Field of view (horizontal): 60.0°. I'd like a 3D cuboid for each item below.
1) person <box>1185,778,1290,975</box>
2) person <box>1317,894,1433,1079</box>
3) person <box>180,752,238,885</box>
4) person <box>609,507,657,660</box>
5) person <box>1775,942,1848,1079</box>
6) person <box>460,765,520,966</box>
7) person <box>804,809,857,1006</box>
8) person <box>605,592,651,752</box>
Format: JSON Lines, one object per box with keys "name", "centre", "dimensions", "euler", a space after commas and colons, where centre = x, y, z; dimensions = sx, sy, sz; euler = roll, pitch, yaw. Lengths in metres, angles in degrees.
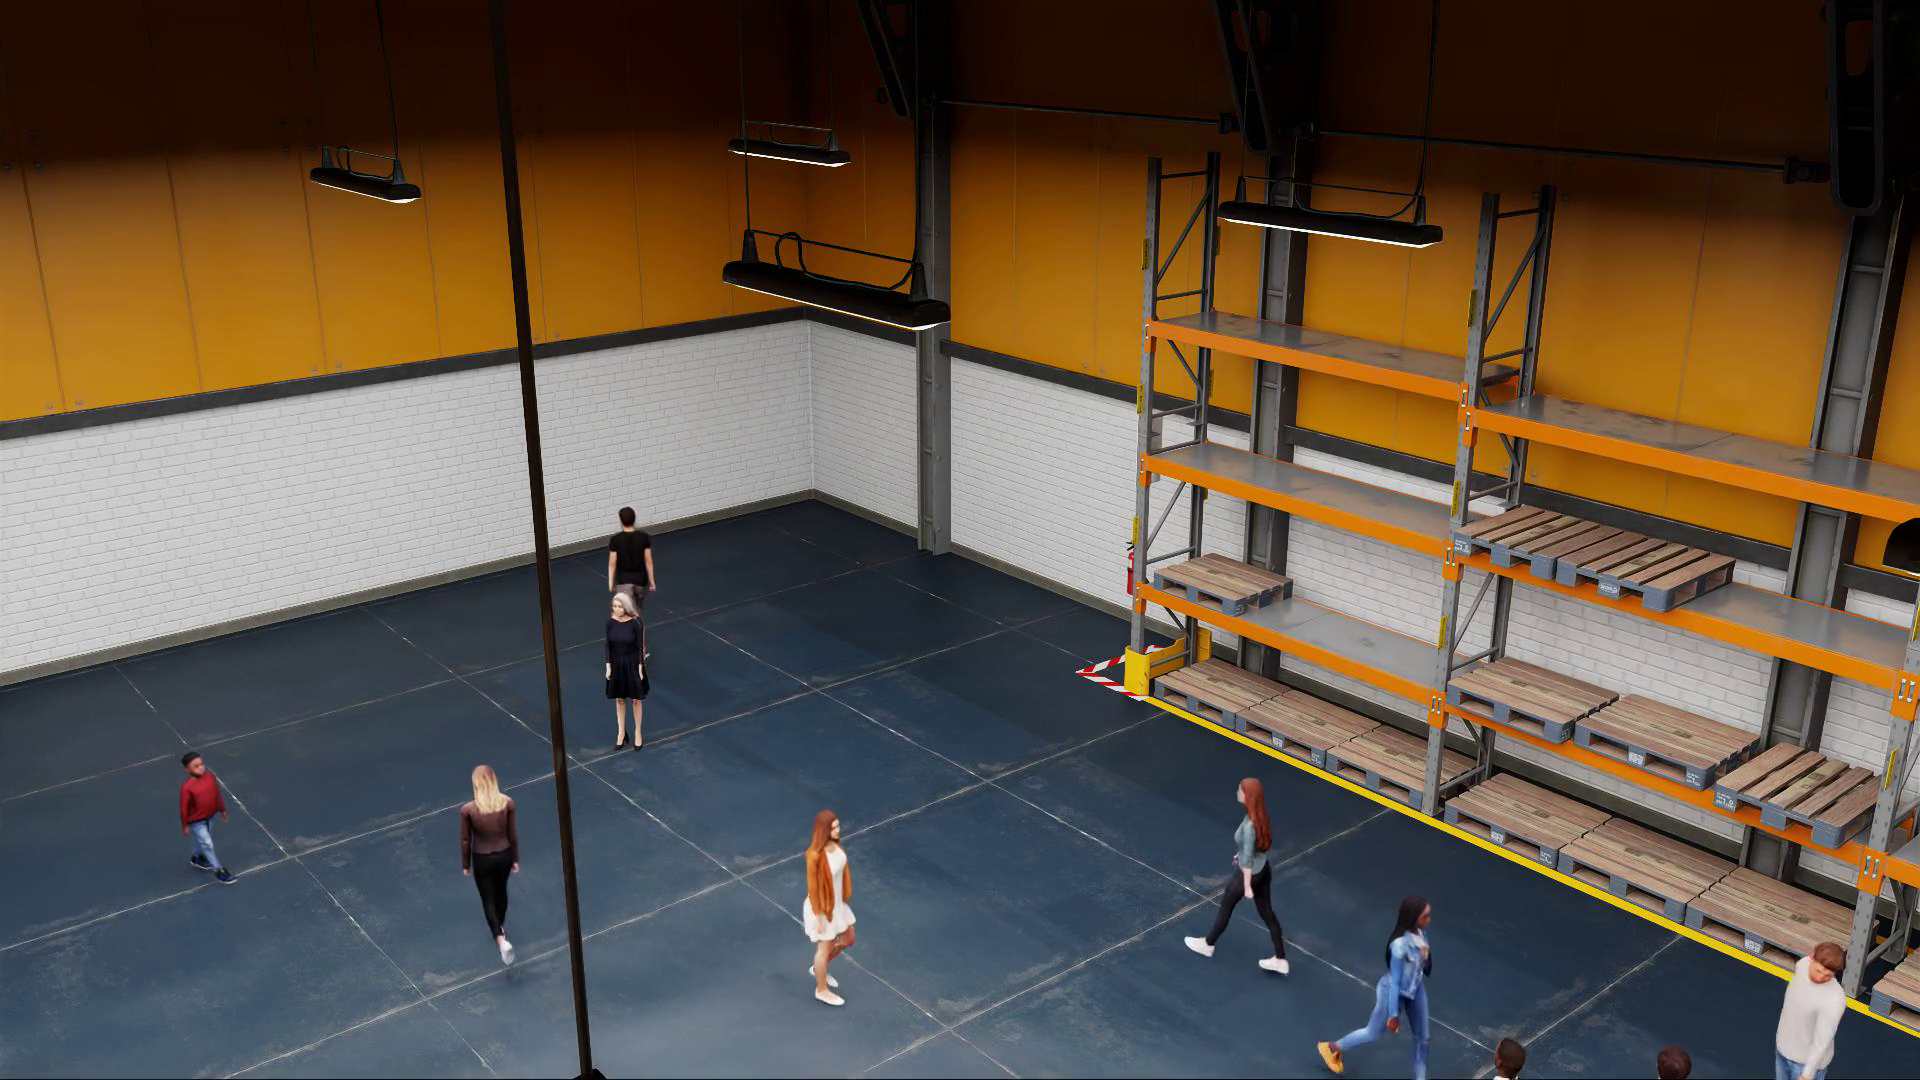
{"name": "person", "centre": [2.430, 2.741, 13.465], "dimensions": [1.170, 1.699, 0.795], "euler": [12, 22, 31]}
{"name": "person", "centre": [3.062, 3.274, 11.936], "dimensions": [1.258, 1.665, 0.803], "euler": [15, 23, 37]}
{"name": "person", "centre": [-6.871, 2.479, 14.988], "dimensions": [0.951, 1.224, 0.755], "euler": [8, 20, 23]}
{"name": "person", "centre": [-3.891, 0.541, 19.802], "dimensions": [0.846, 1.824, 1.278], "euler": [-10, 21, -26]}
{"name": "person", "centre": [5.666, 3.417, 11.198], "dimensions": [0.955, 1.865, 0.864], "euler": [5, 19, 15]}
{"name": "person", "centre": [-3.824, 2.683, 13.675], "dimensions": [0.772, 1.676, 1.125], "euler": [-9, 21, -26]}
{"name": "person", "centre": [-1.121, 2.864, 13.096], "dimensions": [0.775, 1.703, 0.748], "euler": [8, 20, 23]}
{"name": "person", "centre": [-3.508, 1.371, 17.459], "dimensions": [0.691, 1.747, 0.756], "euler": [2, 19, 7]}
